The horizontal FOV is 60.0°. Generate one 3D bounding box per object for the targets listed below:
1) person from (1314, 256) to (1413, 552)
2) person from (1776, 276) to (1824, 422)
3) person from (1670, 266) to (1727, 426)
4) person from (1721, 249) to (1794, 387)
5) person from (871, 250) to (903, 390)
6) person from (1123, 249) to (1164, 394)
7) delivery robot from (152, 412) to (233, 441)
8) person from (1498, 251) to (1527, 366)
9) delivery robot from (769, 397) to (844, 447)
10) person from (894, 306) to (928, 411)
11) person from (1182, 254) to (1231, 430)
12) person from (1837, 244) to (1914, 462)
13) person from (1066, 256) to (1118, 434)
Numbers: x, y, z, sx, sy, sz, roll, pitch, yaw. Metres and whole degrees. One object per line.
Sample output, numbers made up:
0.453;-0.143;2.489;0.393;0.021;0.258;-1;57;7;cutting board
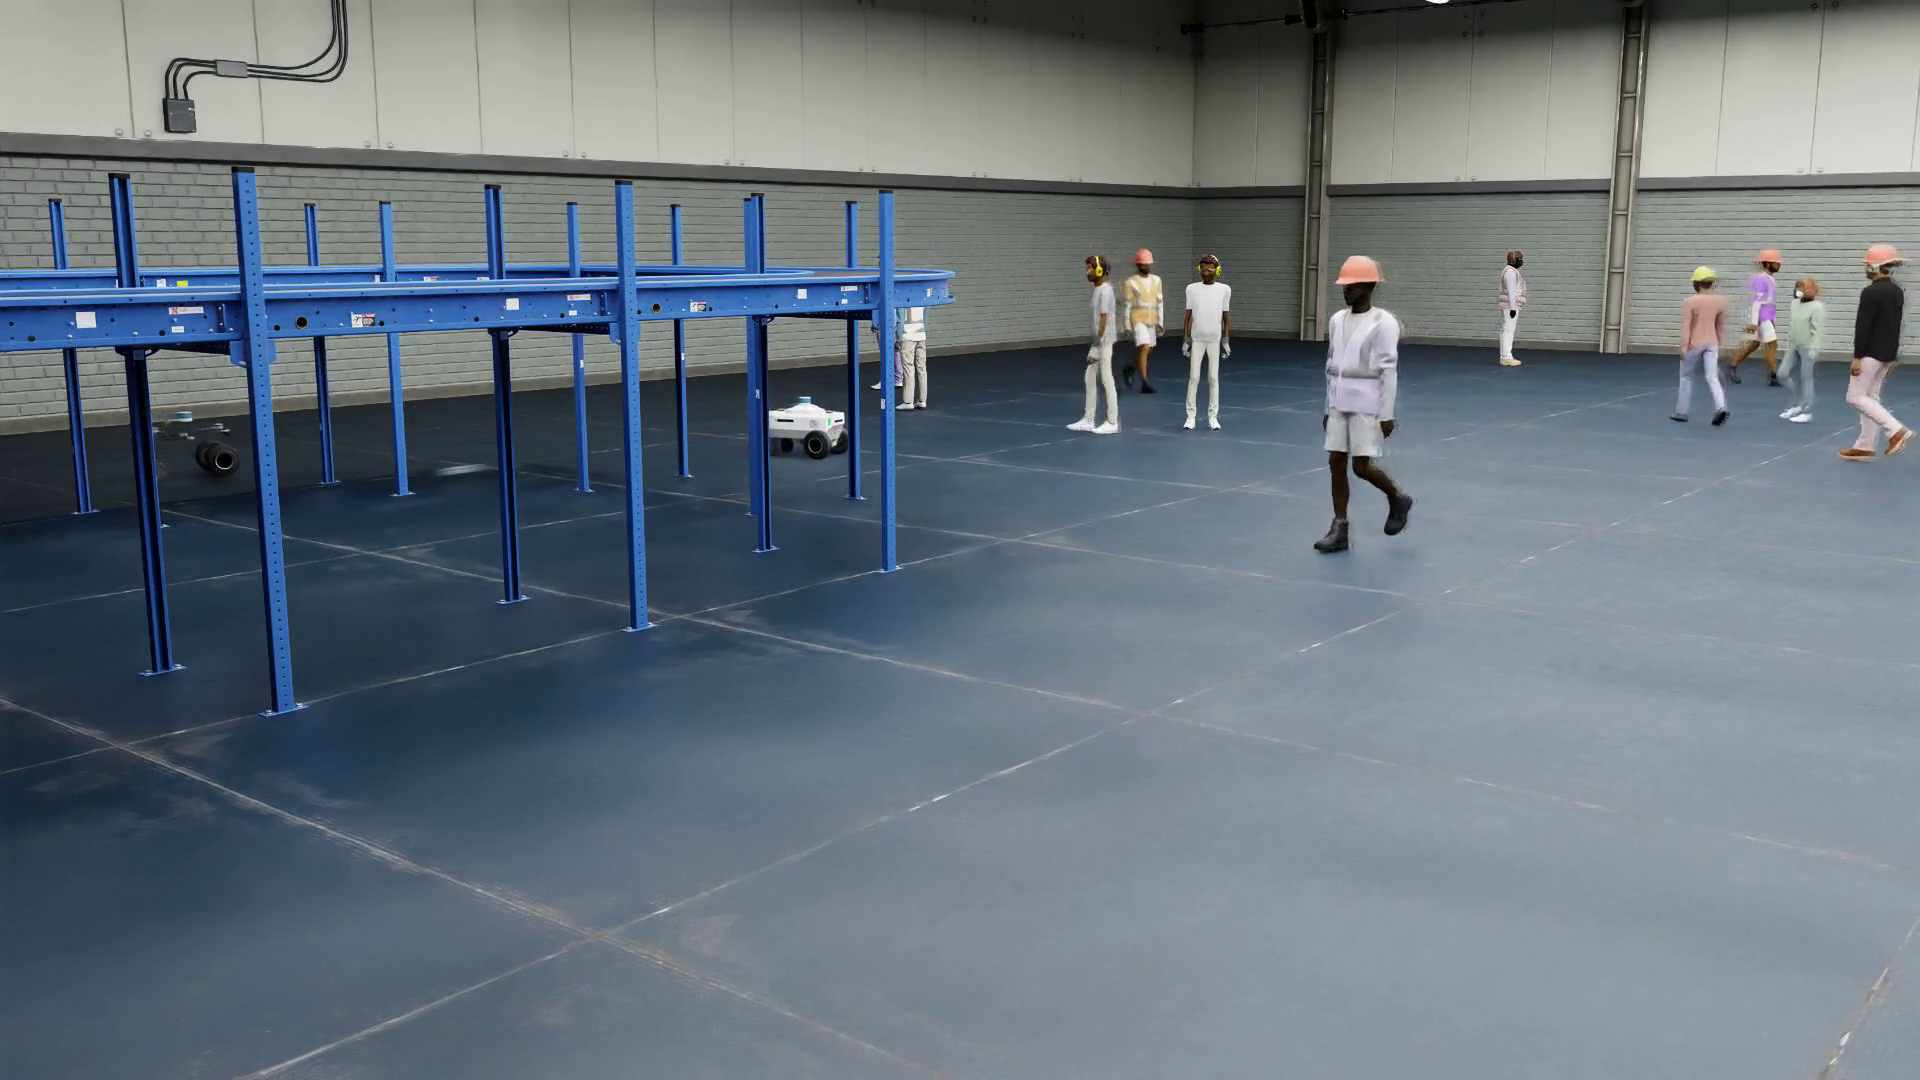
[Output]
2.645;-0.891;10.879;0.671;1.920;0.550;-6;12;-32;person
9.338;-2.119;18.485;0.389;1.615;0.522;-3;11;-14;person
8.212;-2.149;18.347;0.539;1.735;0.855;-1;10;-7;person
11.186;-3.117;23.271;0.962;1.903;0.555;7;13;36;person
-0.994;-3.002;22.599;0.407;1.910;0.639;7;12;33;person
2.417;-2.944;22.300;0.544;1.905;0.842;-5;12;-28;person
-6.678;-0.992;14.352;0.698;0.223;0.335;-7;13;-35;delivery robot
8.981;-3.773;27.060;0.429;1.844;0.625;2;10;12;person
-1.462;-1.110;15.725;0.707;0.478;0.477;4;11;23;delivery robot
-0.580;-2.368;19.831;0.310;1.640;0.514;9;14;41;person
2.646;-2.122;17.852;0.520;1.865;0.327;1;10;6;person
8.363;-1.682;15.078;0.627;1.980;0.606;-7;13;-36;person
1.395;-2.042;17.472;0.680;1.847;0.574;-1;10;-8;person
